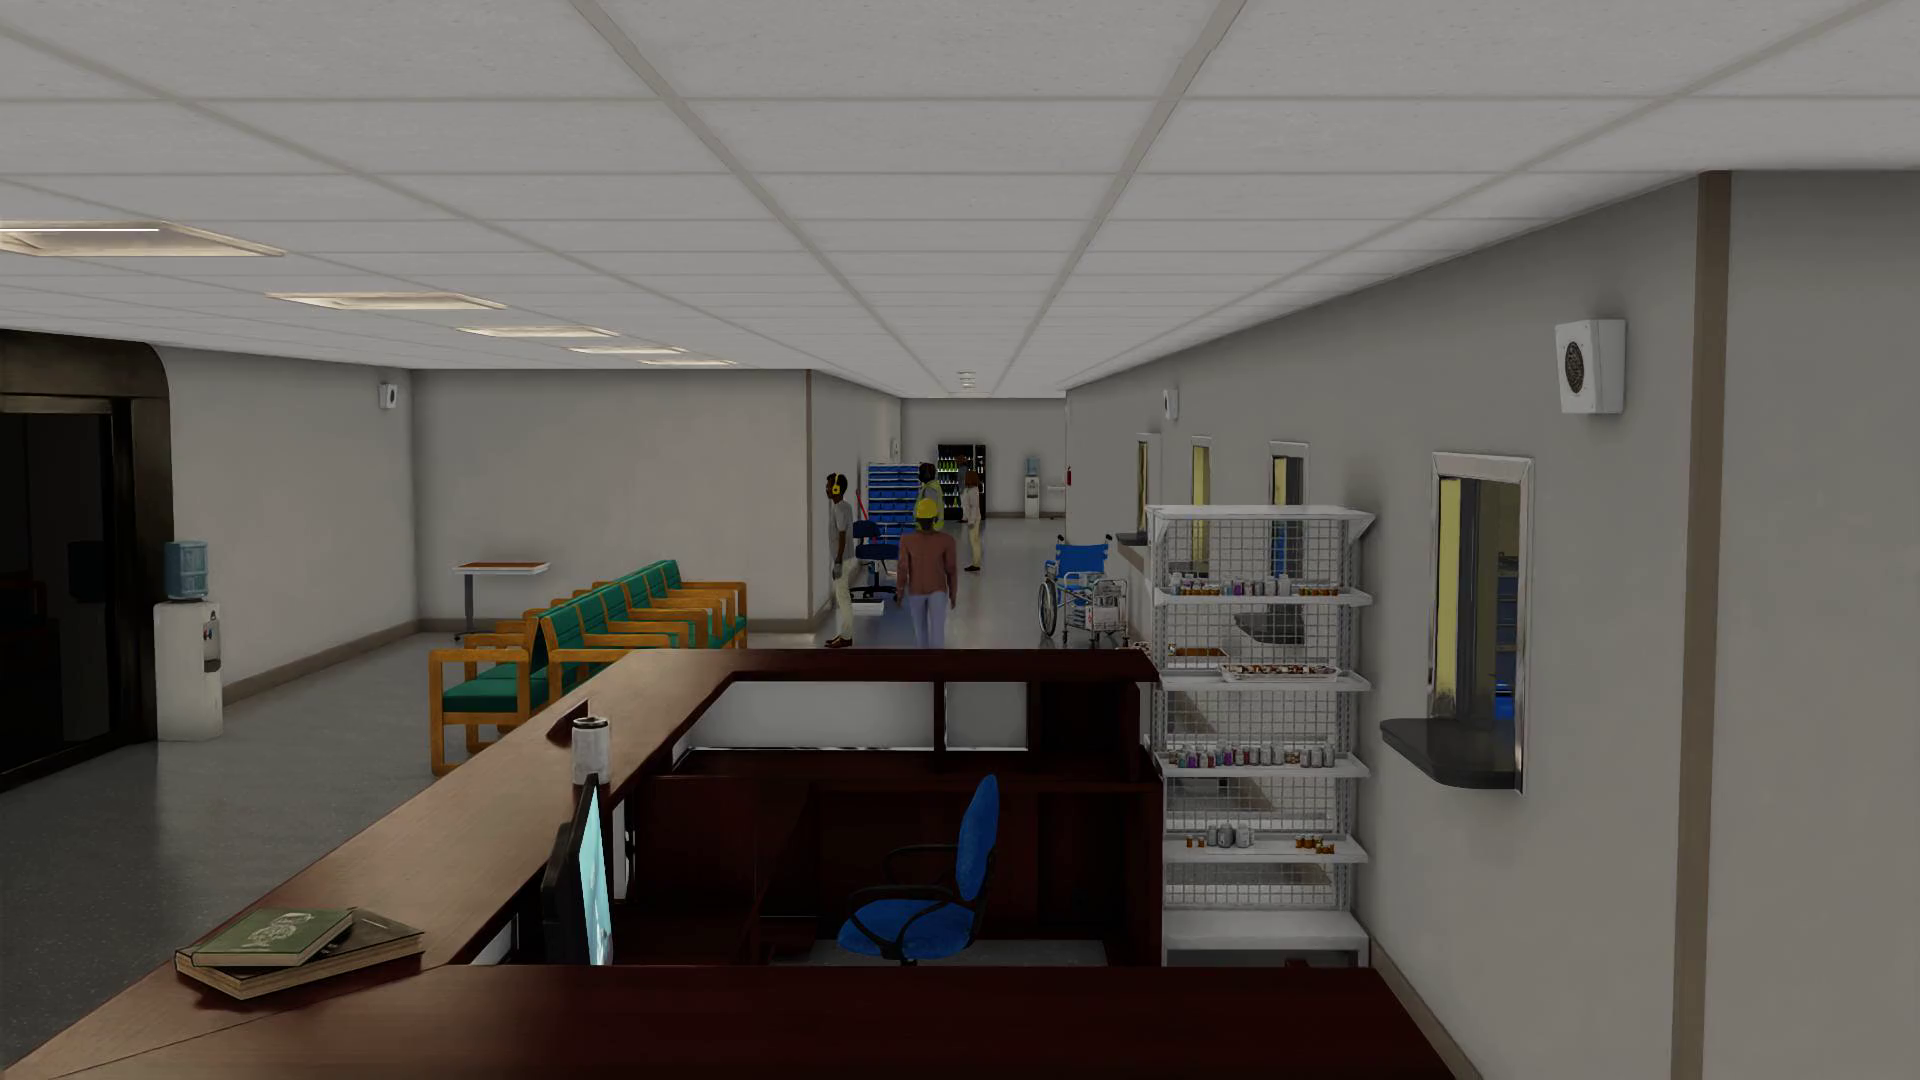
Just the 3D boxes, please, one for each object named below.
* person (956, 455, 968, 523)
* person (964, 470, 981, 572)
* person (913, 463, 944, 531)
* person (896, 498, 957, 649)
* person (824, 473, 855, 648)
[{"bbox_3d":[0.053,-1.198,39.308,0.285,1.632,0.499,0,4,3],"label":"person"},{"bbox_3d":[0.198,-0.303,26.739,0.285,1.634,0.499,0,4,3],"label":"person"},{"bbox_3d":[-0.445,-0.168,23.414,0.430,1.845,0.622,0,4,3],"label":"person"},{"bbox_3d":[-0.315,0.496,14.890,0.530,1.727,0.846,1,4,11],"label":"person"},{"bbox_3d":[-1.295,0.224,17.745,0.334,1.869,0.521,0,4,3],"label":"person"}]
